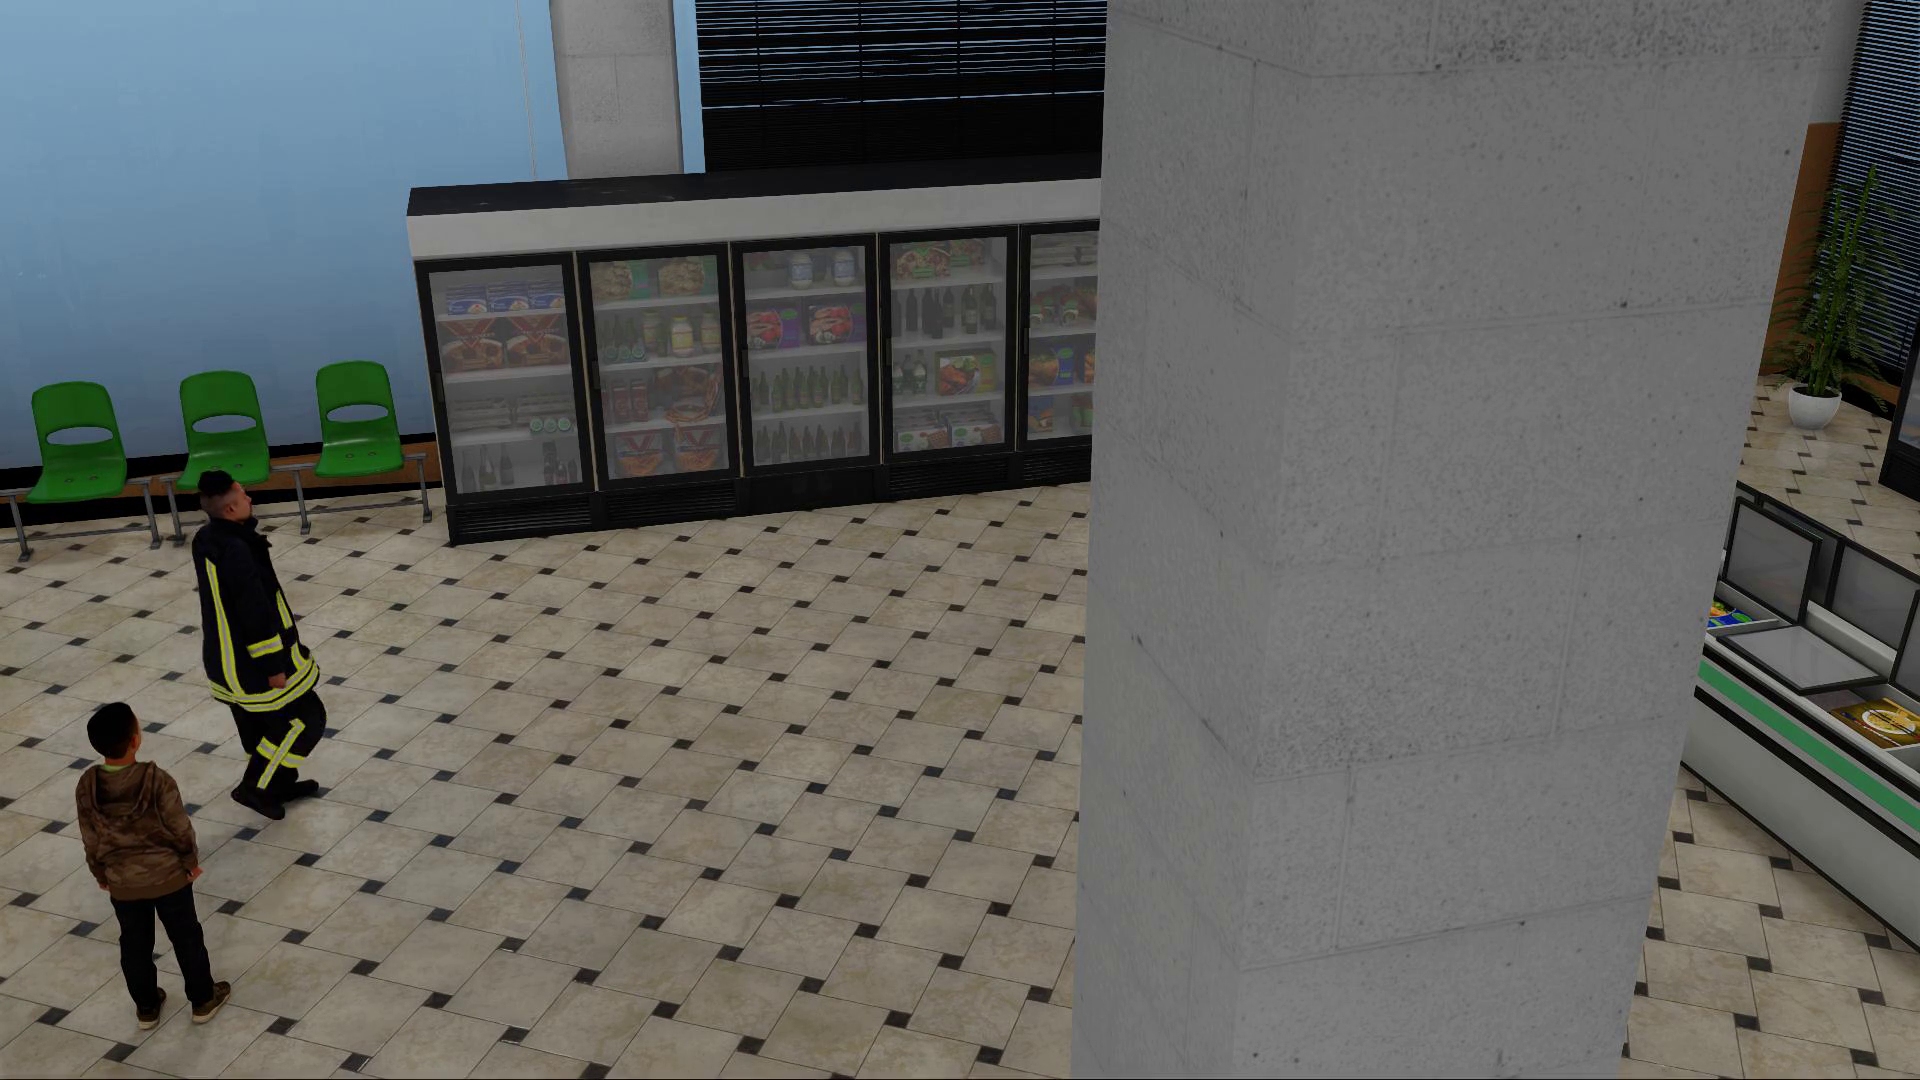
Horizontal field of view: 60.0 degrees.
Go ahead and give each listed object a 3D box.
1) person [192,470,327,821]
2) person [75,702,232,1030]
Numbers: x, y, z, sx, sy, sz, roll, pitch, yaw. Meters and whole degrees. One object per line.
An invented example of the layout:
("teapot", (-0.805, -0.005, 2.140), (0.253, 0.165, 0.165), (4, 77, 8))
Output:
("person", (-3.501, 0.540, 8.061), (0.981, 1.850, 0.892), (-20, 30, -37))
("person", (-3.312, 1.329, 6.751), (0.601, 1.454, 0.582), (-4, 24, -8))
